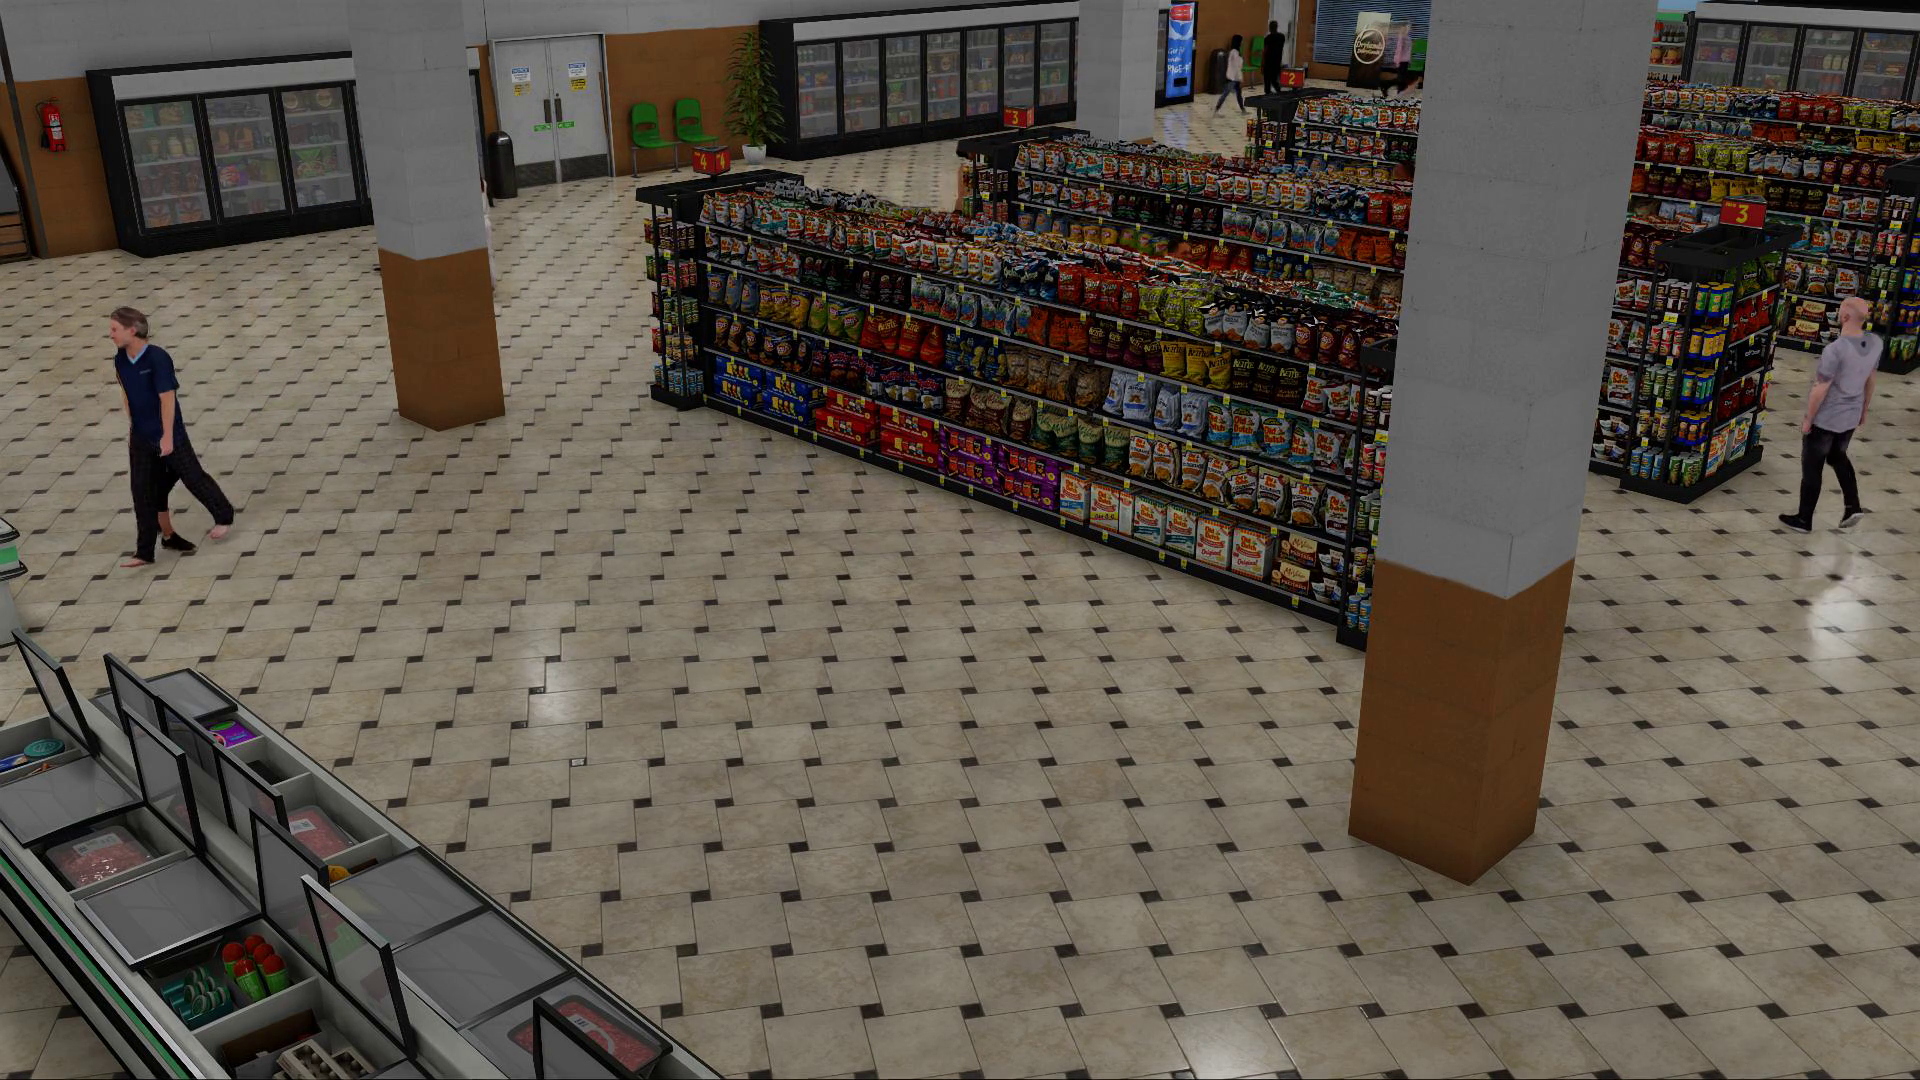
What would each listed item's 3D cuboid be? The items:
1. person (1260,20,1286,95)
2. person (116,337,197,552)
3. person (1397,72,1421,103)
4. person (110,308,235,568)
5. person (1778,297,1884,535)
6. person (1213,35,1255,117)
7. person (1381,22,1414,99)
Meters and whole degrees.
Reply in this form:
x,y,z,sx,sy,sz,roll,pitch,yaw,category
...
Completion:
x,y,z,sx,sy,sz,roll,pitch,yaw,category
6.569,-9.898,34.725,0.847,1.809,0.976,-10,24,-23,person
-5.938,-0.775,12.141,0.893,1.719,0.818,3,22,7,person
6.800,-6.235,25.603,0.955,1.813,1.150,-10,24,-23,person
-5.679,-0.754,11.970,1.285,1.807,1.166,5,23,13,person
6.509,-0.880,12.257,0.887,1.827,0.978,-7,23,-17,person
5.462,-9.369,33.693,1.141,1.598,1.046,1,22,4,person
9.515,-10.381,36.112,0.881,1.671,0.662,17,28,36,person
